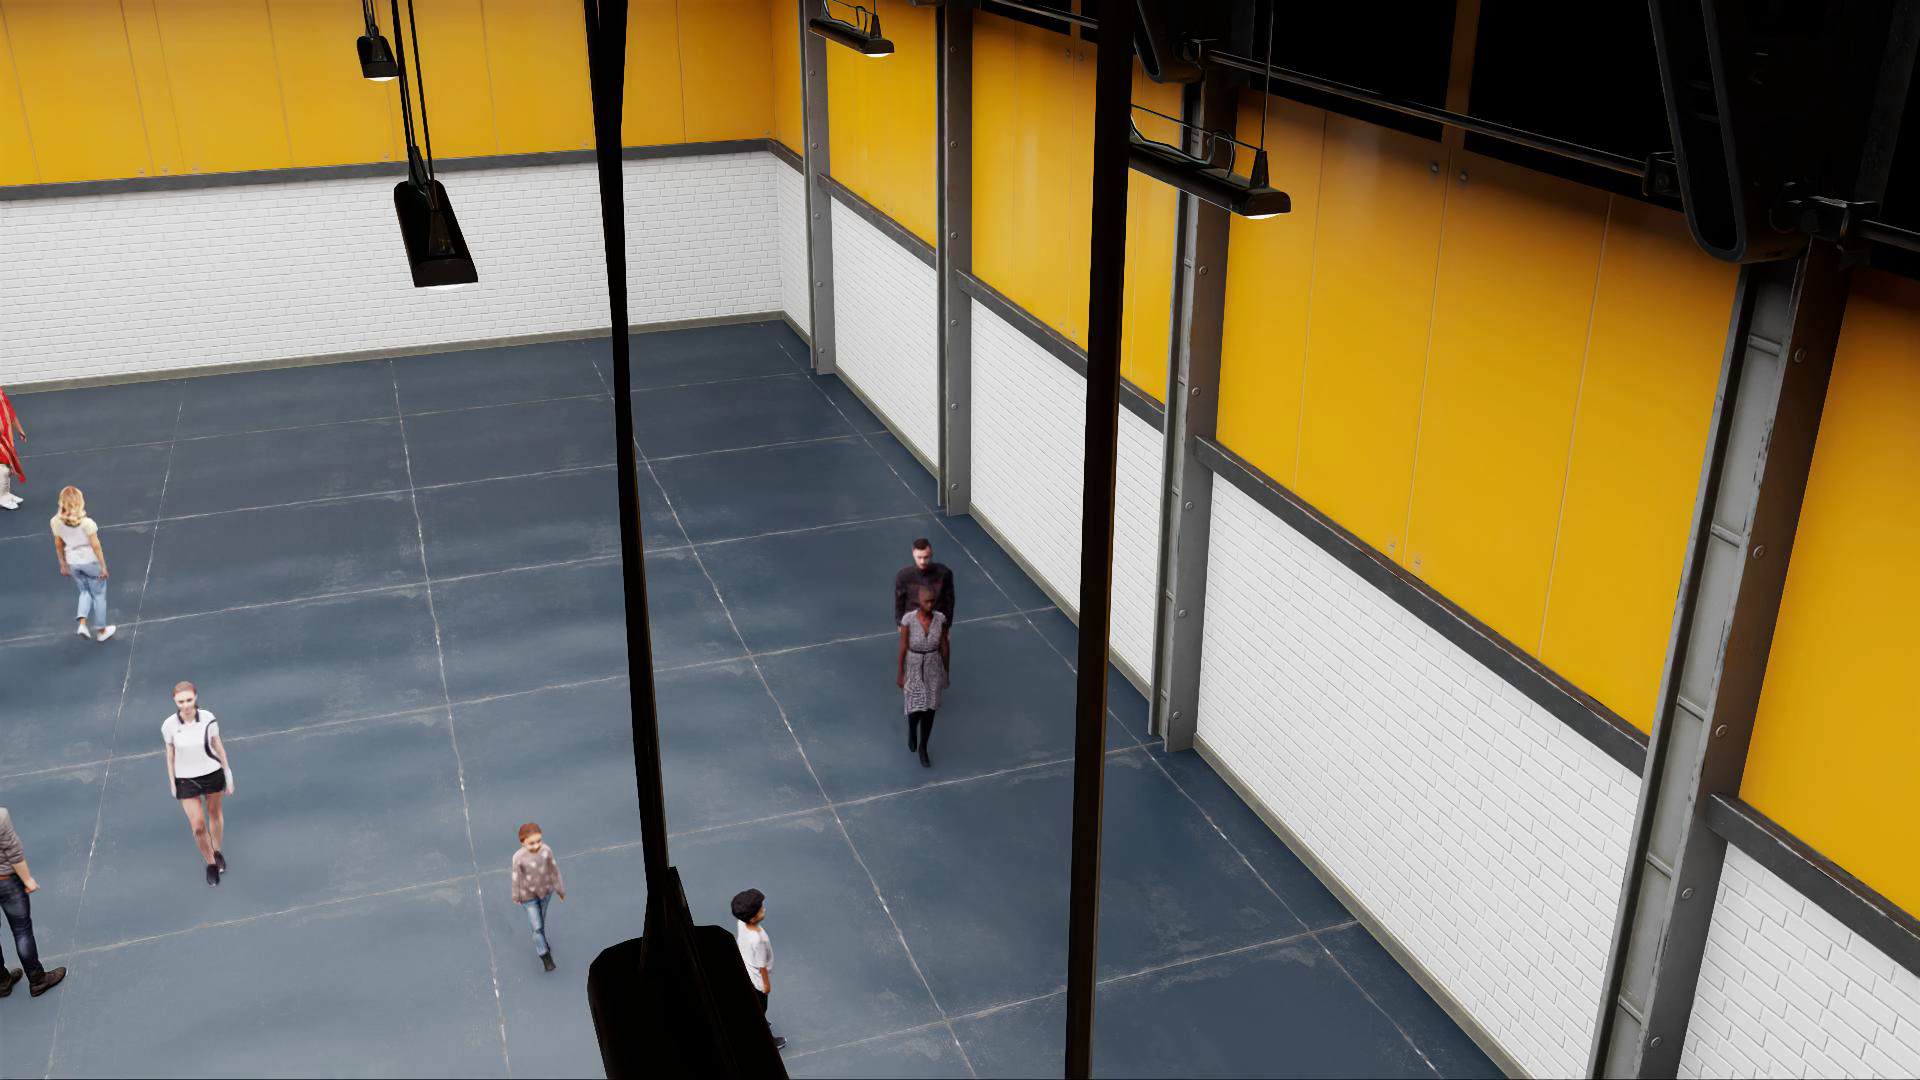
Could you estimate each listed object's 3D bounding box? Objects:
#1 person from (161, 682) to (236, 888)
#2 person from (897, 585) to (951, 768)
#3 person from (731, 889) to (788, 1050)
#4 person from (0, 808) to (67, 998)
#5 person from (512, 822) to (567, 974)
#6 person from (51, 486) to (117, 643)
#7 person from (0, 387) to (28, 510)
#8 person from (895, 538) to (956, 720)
[{"bbox_3d":[-6.105,1.885,13.350,0.668,1.737,0.754,-14,27,-28],"label":"person"},{"bbox_3d":[-0.358,1.183,14.903,0.617,1.780,0.708,-7,25,-16],"label":"person"},{"bbox_3d":[-1.423,2.960,11.484,0.590,1.262,0.492,-14,27,-29],"label":"person"},{"bbox_3d":[-6.912,2.430,11.894,0.772,1.905,0.724,1,24,2],"label":"person"},{"bbox_3d":[-3.184,2.600,12.423,0.621,1.170,0.823,-15,28,-30],"label":"person"},{"bbox_3d":[-9.008,0.300,17.008,0.789,1.713,0.876,2,24,5],"label":"person"},{"bbox_3d":[-11.982,-1.295,20.473,0.940,1.860,0.889,4,24,8],"label":"person"},{"bbox_3d":[-0.345,0.770,15.782,0.751,1.834,0.740,-5,24,-11],"label":"person"}]
